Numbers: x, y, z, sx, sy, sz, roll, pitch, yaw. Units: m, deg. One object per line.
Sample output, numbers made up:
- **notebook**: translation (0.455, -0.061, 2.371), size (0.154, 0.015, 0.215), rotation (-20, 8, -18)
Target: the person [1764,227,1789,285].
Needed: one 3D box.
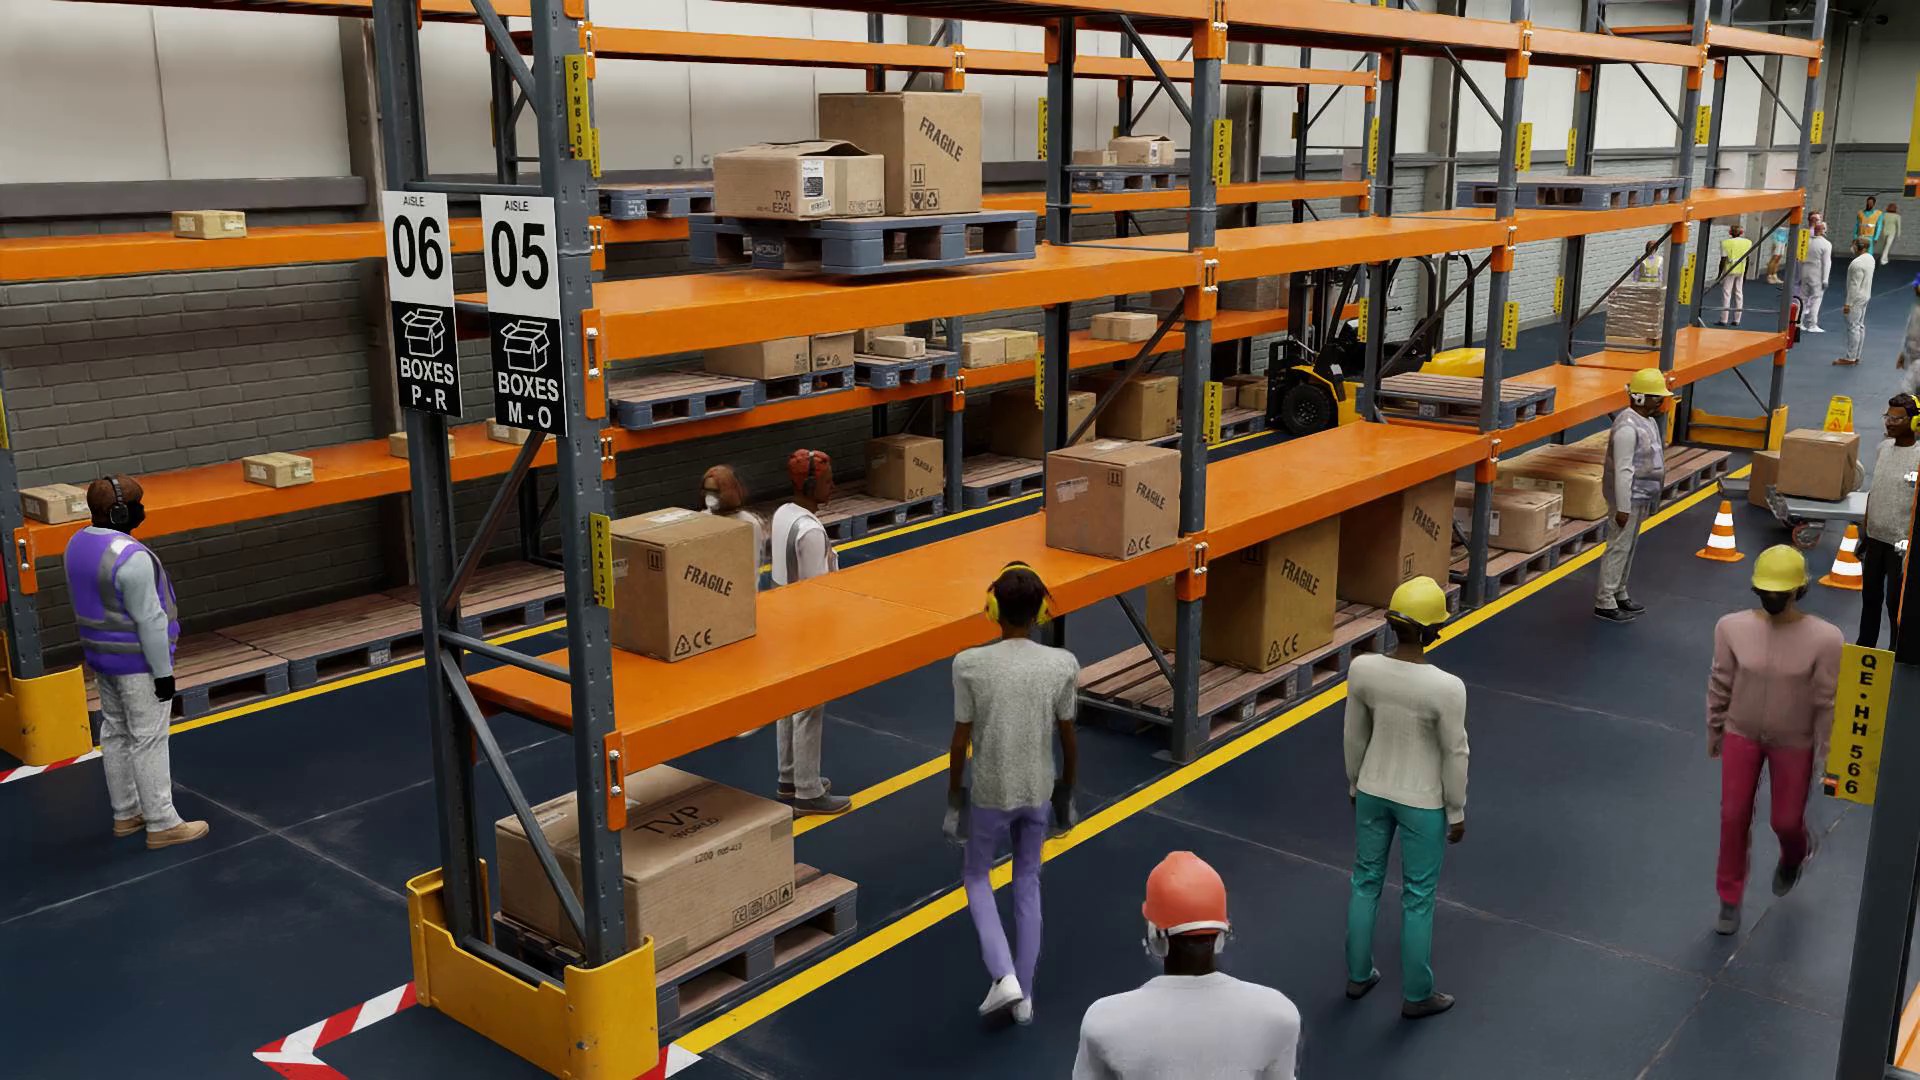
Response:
- **person**: translation (18.743, -6.850, 38.029), size (0.716, 2.031, 0.381), rotation (-12, 18, -41)

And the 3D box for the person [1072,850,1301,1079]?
- **person**: translation (0.552, 1.620, 4.191), size (0.578, 1.701, 0.916), rotation (-3, 14, -12)

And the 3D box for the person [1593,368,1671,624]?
- **person**: translation (4.777, -0.316, 11.816), size (0.404, 1.825, 0.594), rotation (9, 17, 33)

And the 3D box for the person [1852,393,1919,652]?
- **person**: translation (5.795, 0.008, 10.388), size (0.328, 1.872, 0.508), rotation (-3, 14, -13)

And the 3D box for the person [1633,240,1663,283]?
- **person**: translation (11.707, -4.288, 28.356), size (0.513, 1.639, 0.313), rotation (-1, 14, -5)

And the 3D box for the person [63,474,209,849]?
- **person**: translation (-4.014, 0.587, 8.088), size (0.633, 1.842, 0.429), rotation (9, 17, 34)

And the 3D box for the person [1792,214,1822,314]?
- **person**: translation (16.274, -5.279, 31.866), size (0.399, 1.900, 0.645), rotation (-4, 14, -14)

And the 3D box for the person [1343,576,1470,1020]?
- **person**: translation (1.748, 1.006, 6.538), size (0.524, 1.769, 0.316), rotation (13, 19, 43)

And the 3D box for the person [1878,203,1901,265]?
- **person**: translation (24.451, -8.058, 43.801), size (0.850, 1.594, 0.517), rotation (-13, 19, -42)

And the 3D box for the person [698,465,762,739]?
- **person**: translation (-1.346, 0.387, 9.371), size (0.507, 1.607, 0.681), rotation (7, 16, 27)

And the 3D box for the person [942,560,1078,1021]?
- **person**: translation (0.193, 0.989, 6.433), size (0.546, 1.852, 0.415), rotation (-3, 14, -12)

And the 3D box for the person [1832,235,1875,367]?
- **person**: translation (13.323, -3.551, 24.740), size (0.372, 1.940, 0.631), rotation (13, 19, 42)

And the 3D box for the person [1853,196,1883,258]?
- **person**: translation (21.742, -7.263, 39.886), size (0.391, 1.922, 0.593), rotation (-11, 18, -39)

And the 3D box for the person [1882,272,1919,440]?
- **person**: translation (10.711, -2.066, 18.702), size (0.739, 1.922, 0.650), rotation (1, 14, 5)

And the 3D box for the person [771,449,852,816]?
- **person**: translation (-0.784, 0.467, 8.490), size (0.337, 1.882, 0.584), rotation (-6, 15, -23)

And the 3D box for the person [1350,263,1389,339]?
- **person**: translation (5.382, -2.829, 21.934), size (0.513, 1.876, 0.328), rotation (2, 14, 6)

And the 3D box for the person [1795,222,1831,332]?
- **person**: translation (14.902, -4.578, 28.996), size (0.404, 1.905, 0.648), rotation (-4, 14, -17)

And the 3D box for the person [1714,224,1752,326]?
- **person**: translation (13.865, -4.752, 29.834), size (0.563, 1.839, 0.394), rotation (-1, 14, -5)

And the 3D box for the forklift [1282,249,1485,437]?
- **forklift**: translation (4.886, -2.214, 18.767), size (2.313, 2.155, 1.214), rotation (11, 18, 38)

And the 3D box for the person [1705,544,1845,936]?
- **person**: translation (3.529, 0.840, 7.224), size (0.547, 1.750, 0.578), rotation (10, 17, 36)
